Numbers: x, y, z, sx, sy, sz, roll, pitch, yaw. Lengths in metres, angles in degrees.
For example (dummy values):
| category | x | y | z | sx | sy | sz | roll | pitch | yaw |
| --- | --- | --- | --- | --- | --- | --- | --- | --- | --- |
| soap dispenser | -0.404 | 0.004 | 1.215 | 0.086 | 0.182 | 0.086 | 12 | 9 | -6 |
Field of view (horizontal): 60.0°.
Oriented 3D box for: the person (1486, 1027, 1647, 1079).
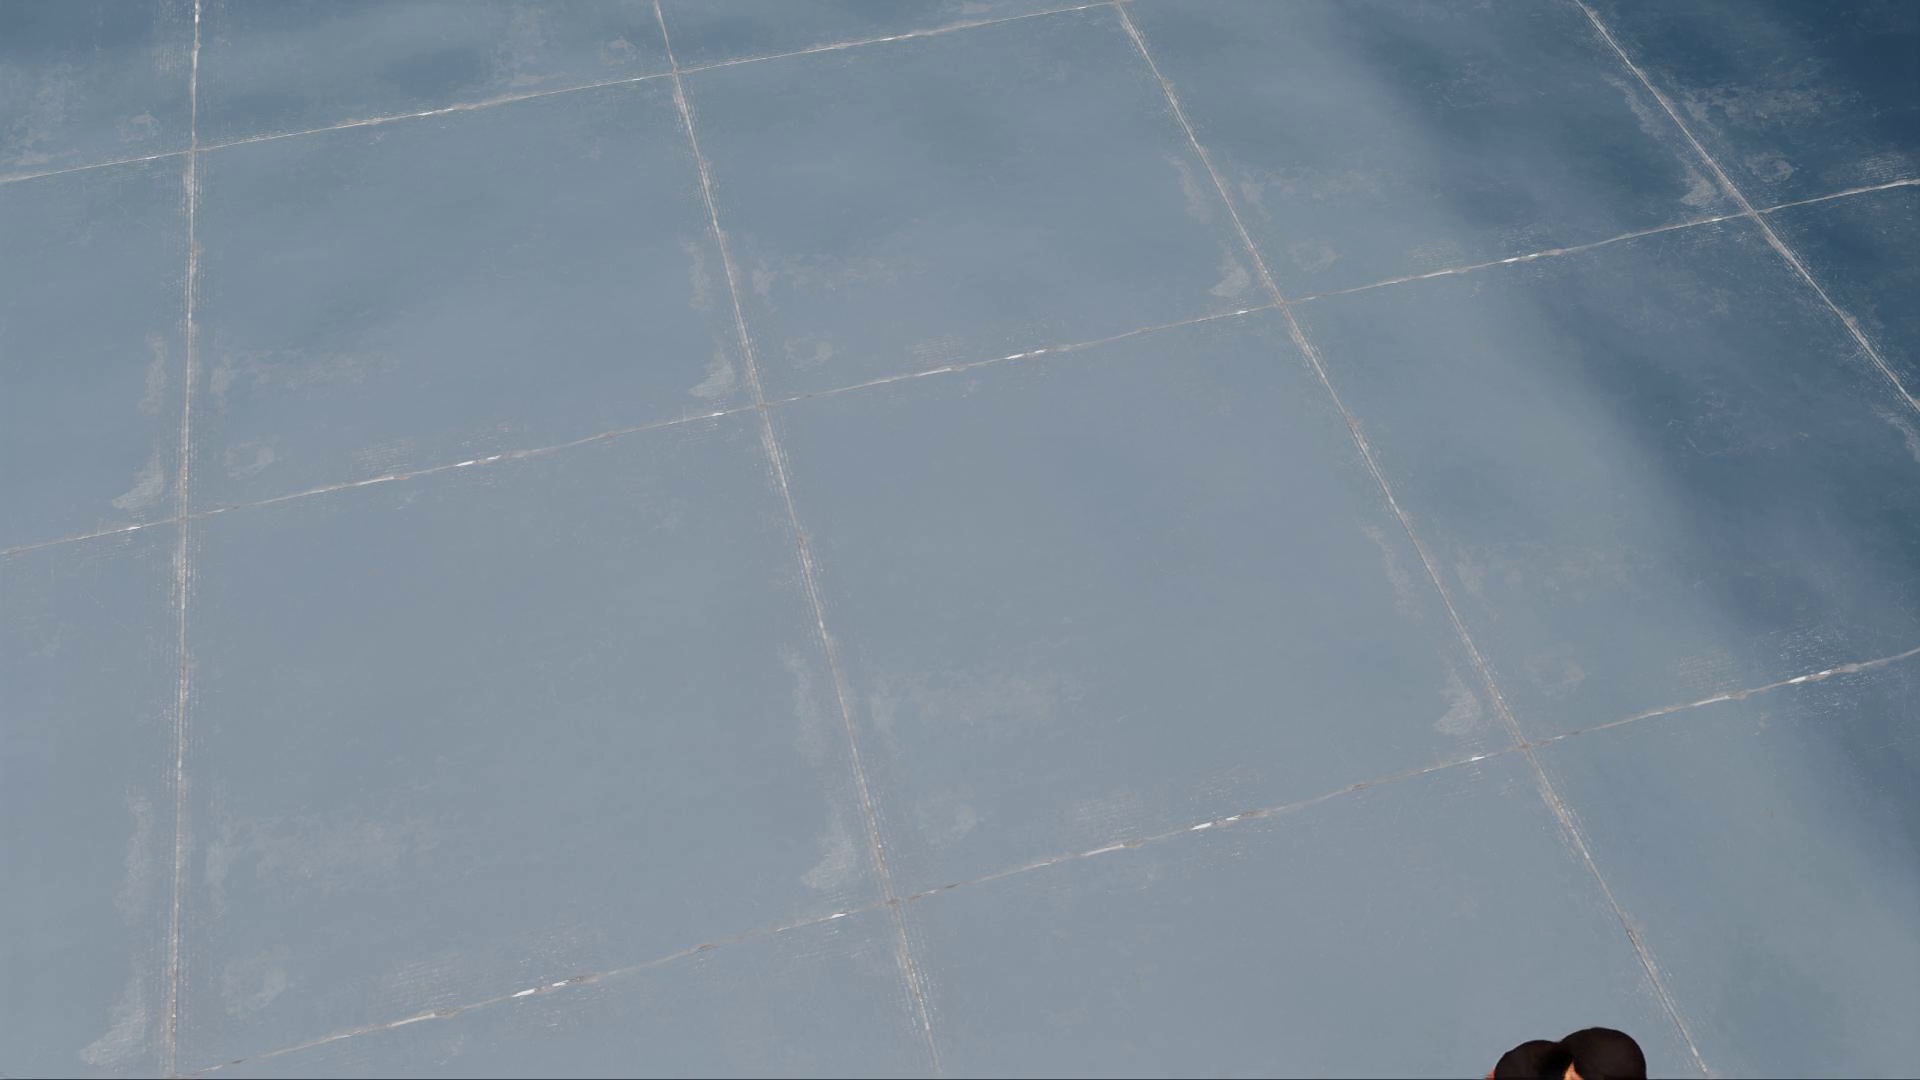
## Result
| category | x | y | z | sx | sy | sz | roll | pitch | yaw |
| --- | --- | --- | --- | --- | --- | --- | --- | --- | --- |
| person | 1.931 | 2.044 | 5.643 | 0.741 | 1.854 | 0.760 | 11 | 53 | 8 |
